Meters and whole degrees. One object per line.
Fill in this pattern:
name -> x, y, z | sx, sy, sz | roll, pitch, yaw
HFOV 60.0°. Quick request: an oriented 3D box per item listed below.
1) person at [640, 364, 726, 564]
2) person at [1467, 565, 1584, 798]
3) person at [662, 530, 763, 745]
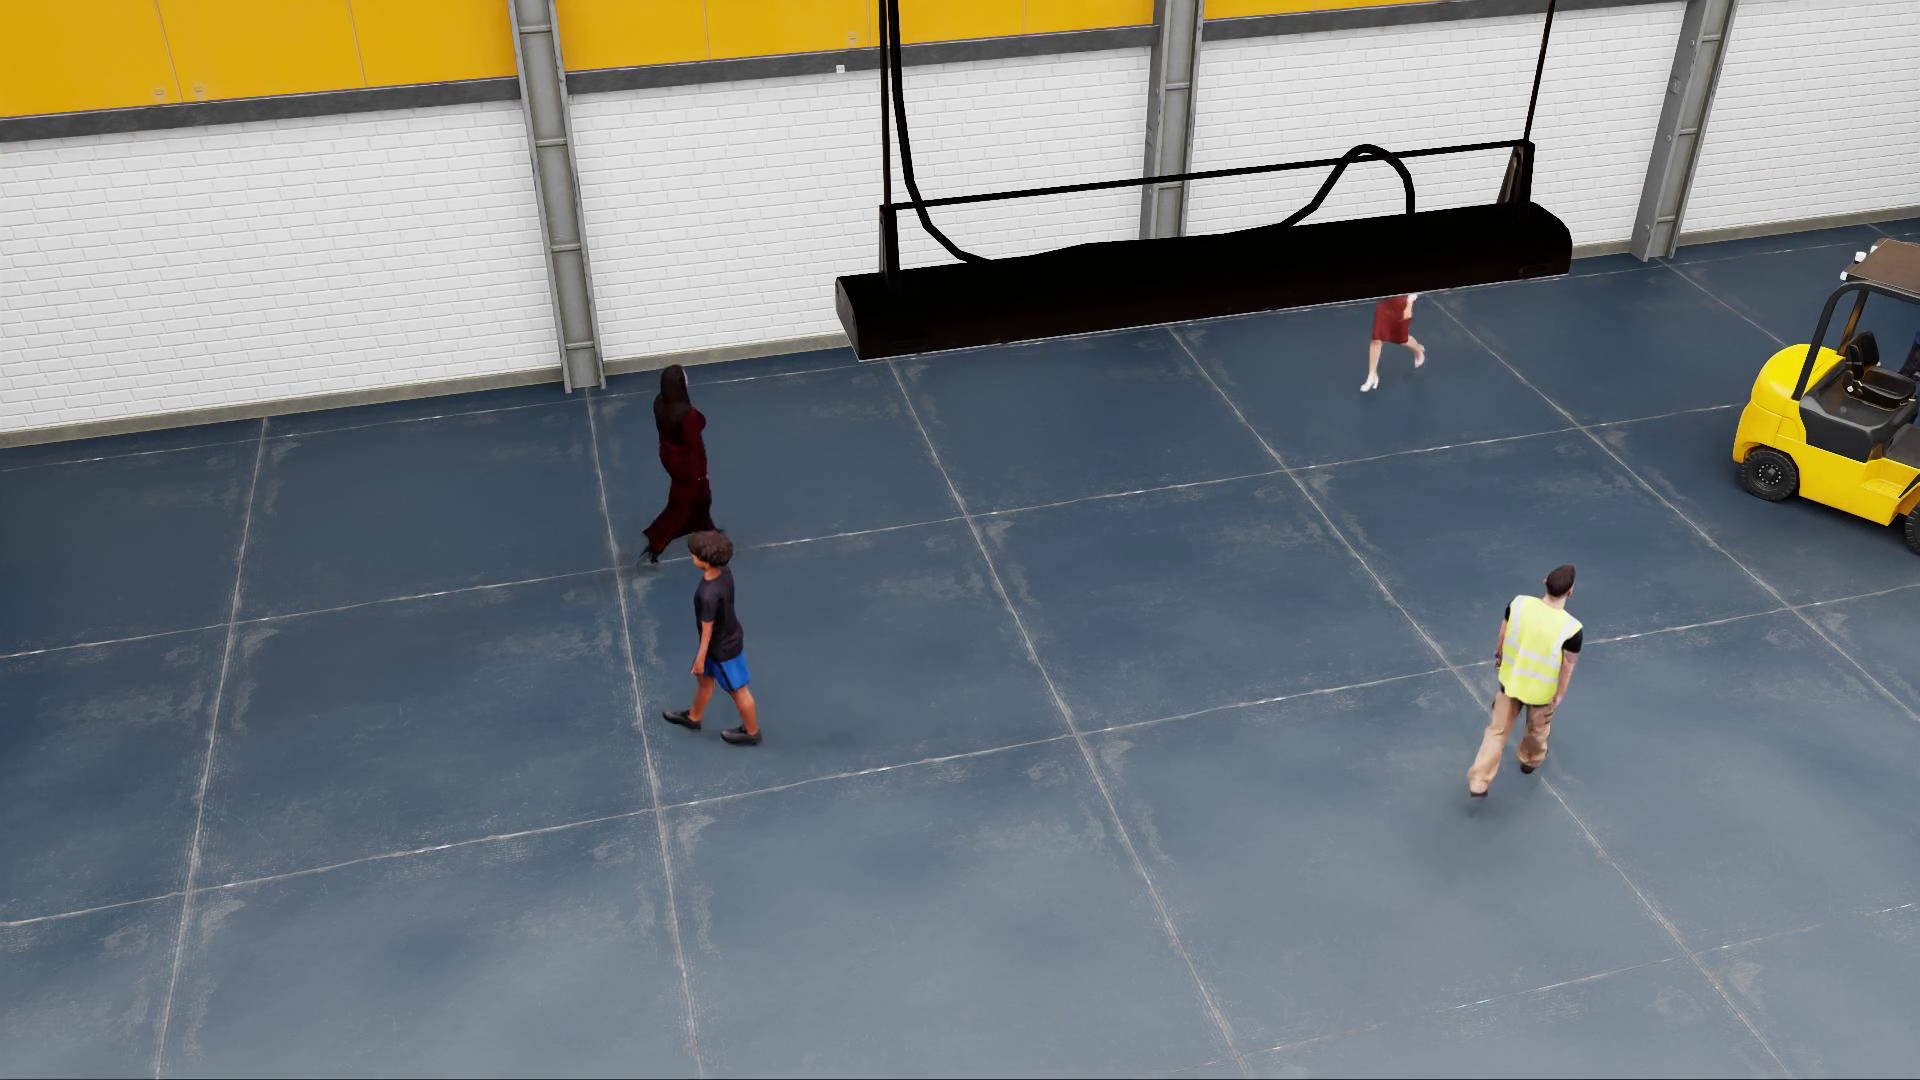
person -> -2.296, -0.571, 13.382 | 1.181, 1.727, 0.937 | -24, 40, -31
person -> 3.730, 0.964, 10.989 | 1.139, 1.819, 1.258 | 22, 39, 29
person -> -1.550, 0.706, 11.414 | 1.033, 1.778, 0.811 | 1, 34, 2
